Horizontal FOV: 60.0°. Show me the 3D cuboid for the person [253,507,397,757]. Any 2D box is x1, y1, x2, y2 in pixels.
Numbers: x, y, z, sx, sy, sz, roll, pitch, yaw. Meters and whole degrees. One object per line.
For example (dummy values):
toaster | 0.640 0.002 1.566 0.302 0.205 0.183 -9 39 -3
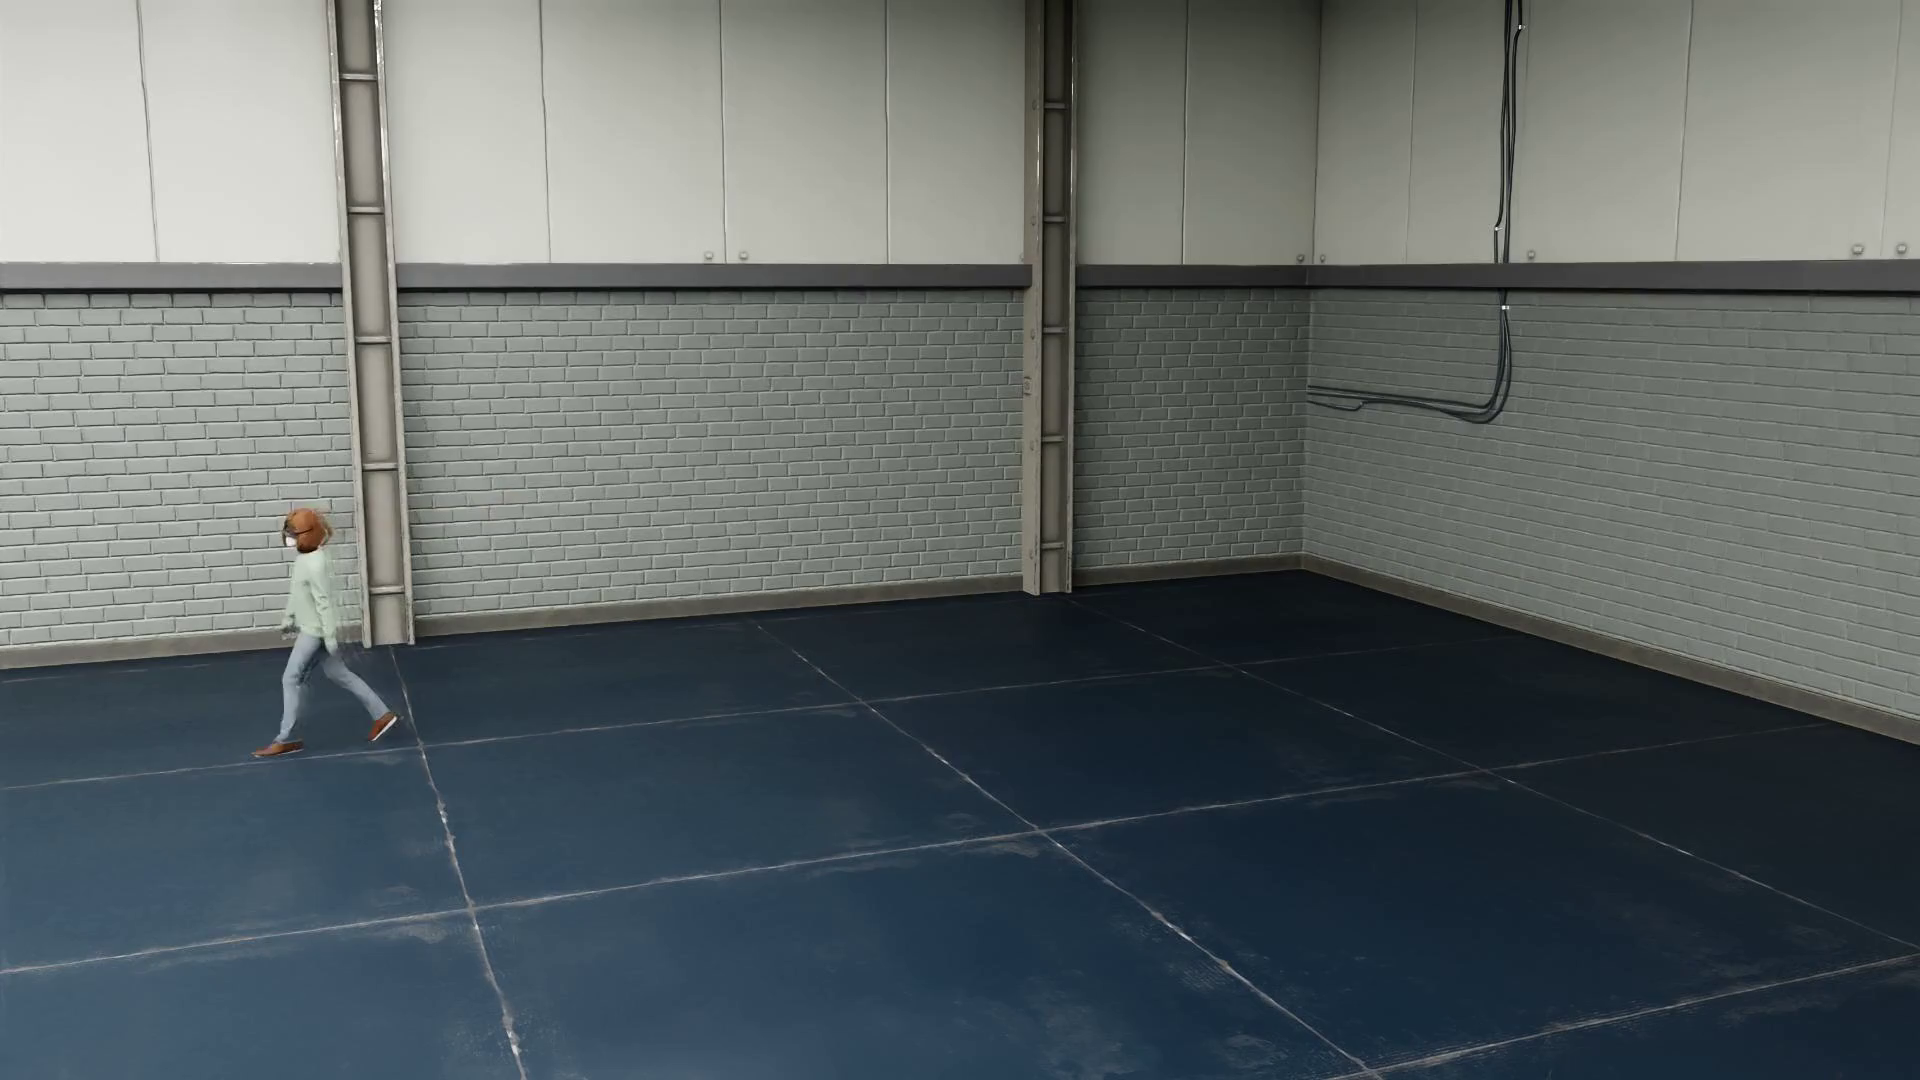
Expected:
person | -4.046 0.563 10.570 0.850 1.591 0.519 -4 10 -22
